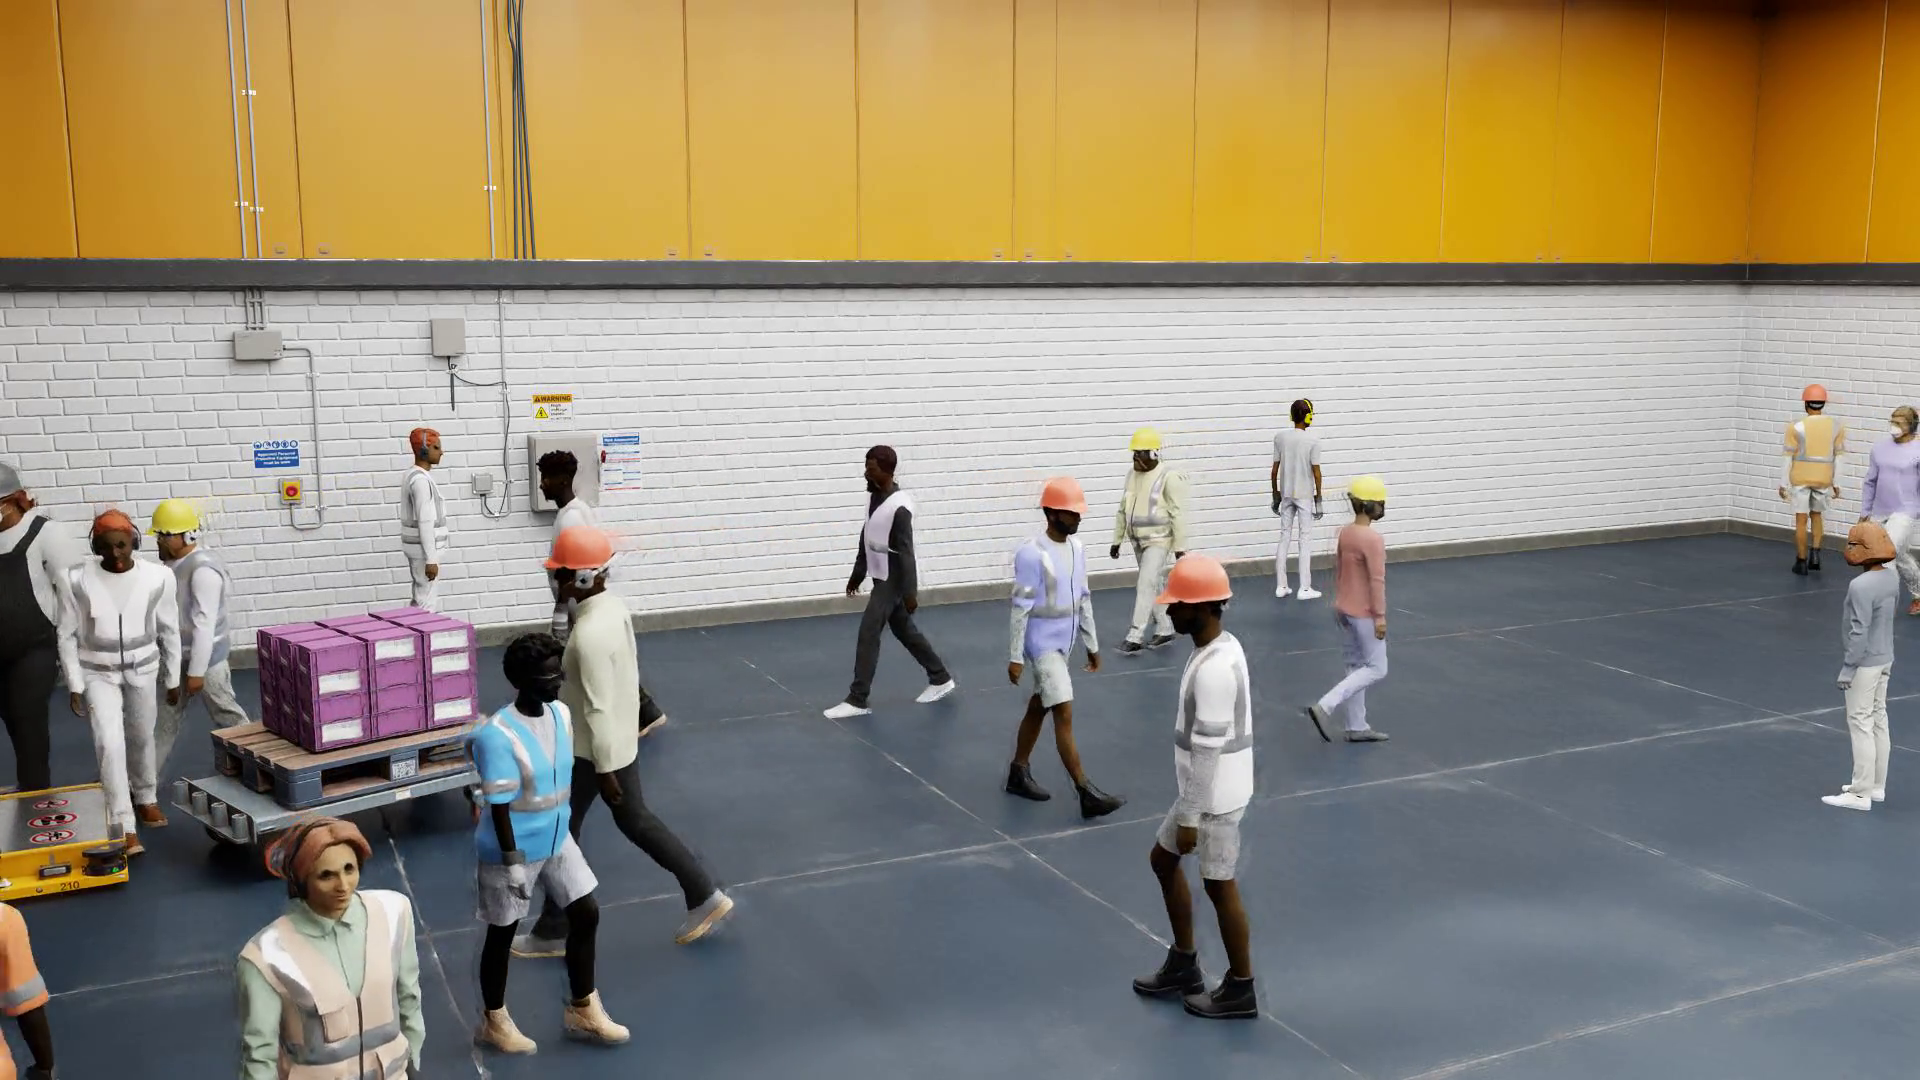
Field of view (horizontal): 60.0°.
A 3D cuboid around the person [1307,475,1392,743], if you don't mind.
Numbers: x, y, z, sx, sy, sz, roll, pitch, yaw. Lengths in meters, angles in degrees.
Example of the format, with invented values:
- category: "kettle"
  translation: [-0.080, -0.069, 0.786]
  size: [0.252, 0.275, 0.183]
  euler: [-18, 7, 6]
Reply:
- category: "person"
  translation: [2.508, 0.458, 10.601]
  size: [0.519, 1.750, 0.549]
  euler: [-2, 9, -10]

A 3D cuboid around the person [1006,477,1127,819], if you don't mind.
- category: "person"
  translation: [0.605, 0.597, 9.307]
  size: [0.957, 1.891, 0.585]
  euler: [7, 11, 35]

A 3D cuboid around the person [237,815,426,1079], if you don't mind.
- category: "person"
  translation: [-1.615, 1.524, 4.405]
  size: [0.519, 1.620, 0.540]
  euler: [8, 12, 41]

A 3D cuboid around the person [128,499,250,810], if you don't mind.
- category: "person"
  translation: [-4.380, 0.647, 9.390]
  size: [0.947, 1.772, 0.601]
  euler: [-9, 13, -44]

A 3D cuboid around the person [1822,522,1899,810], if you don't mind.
- category: "person"
  translation: [5.125, 0.709, 9.431]
  size: [0.505, 1.631, 0.278]
  euler: [-8, 12, -40]

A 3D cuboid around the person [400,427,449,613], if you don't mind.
- category: "person"
  translation: [-3.994, 0.100, 12.431]
  size: [0.337, 1.883, 0.584]
  euler: [-4, 10, -24]

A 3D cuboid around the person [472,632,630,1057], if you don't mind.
- category: "person"
  translation: [-1.585, 1.186, 6.354]
  size: [0.673, 1.677, 0.551]
  euler: [5, 10, 26]

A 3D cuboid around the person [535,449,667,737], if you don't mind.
- category: "person"
  translation: [-2.395, 0.362, 10.752]
  size: [0.989, 1.917, 0.604]
  euler: [-2, 9, -14]

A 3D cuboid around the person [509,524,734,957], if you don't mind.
- category: "person"
  translation: [-1.515, 0.887, 7.354]
  size: [0.976, 1.958, 0.614]
  euler: [0, 9, 2]

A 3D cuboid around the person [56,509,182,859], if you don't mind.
- category: "person"
  translation: [-4.378, 0.738, 8.719]
  size: [0.586, 1.806, 1.039]
  euler: [-7, 11, -35]

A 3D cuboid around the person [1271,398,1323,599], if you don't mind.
- category: "person"
  translation: [3.139, -0.381, 15.479]
  size: [0.535, 1.863, 0.309]
  euler: [7, 12, 39]

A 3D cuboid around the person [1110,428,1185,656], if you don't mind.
- category: "person"
  translation: [1.420, 0.015, 13.207]
  size: [0.819, 1.798, 0.620]
  euler: [-6, 11, -32]

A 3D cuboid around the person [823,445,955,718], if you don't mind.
- category: "person"
  translation: [-0.460, 0.263, 11.475]
  size: [0.996, 1.876, 0.604]
  euler: [-3, 10, -19]

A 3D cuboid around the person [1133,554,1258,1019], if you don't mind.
- category: "person"
  translation: [0.927, 1.005, 6.716]
  size: [0.671, 1.912, 0.572]
  euler: [1, 9, 7]

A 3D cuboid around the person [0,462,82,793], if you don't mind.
- category: "person"
  translation: [-5.257, 0.561, 9.088]
  size: [0.705, 2.000, 0.778]
  euler: [1, 9, 6]

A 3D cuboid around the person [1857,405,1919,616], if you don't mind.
- category: "person"
  translation: [8.188, -0.227, 14.454]
  size: [1.007, 1.906, 0.637]
  euler: [-3, 10, -17]

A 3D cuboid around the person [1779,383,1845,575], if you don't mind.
- category: "person"
  translation: [8.509, -0.606, 16.675]
  size: [0.568, 1.925, 0.426]
  euler: [1, 9, 8]

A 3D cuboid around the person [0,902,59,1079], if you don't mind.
- category: "person"
  translation: [-2.724, 1.500, 4.407]
  size: [0.633, 1.664, 0.434]
  euler: [-2, 9, -14]

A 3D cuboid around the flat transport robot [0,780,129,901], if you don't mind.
- category: "flat transport robot"
  translation: [-4.700, 1.520, 8.615]
  size: [0.652, 0.197, 1.431]
  euler: [-5, 10, -28]
